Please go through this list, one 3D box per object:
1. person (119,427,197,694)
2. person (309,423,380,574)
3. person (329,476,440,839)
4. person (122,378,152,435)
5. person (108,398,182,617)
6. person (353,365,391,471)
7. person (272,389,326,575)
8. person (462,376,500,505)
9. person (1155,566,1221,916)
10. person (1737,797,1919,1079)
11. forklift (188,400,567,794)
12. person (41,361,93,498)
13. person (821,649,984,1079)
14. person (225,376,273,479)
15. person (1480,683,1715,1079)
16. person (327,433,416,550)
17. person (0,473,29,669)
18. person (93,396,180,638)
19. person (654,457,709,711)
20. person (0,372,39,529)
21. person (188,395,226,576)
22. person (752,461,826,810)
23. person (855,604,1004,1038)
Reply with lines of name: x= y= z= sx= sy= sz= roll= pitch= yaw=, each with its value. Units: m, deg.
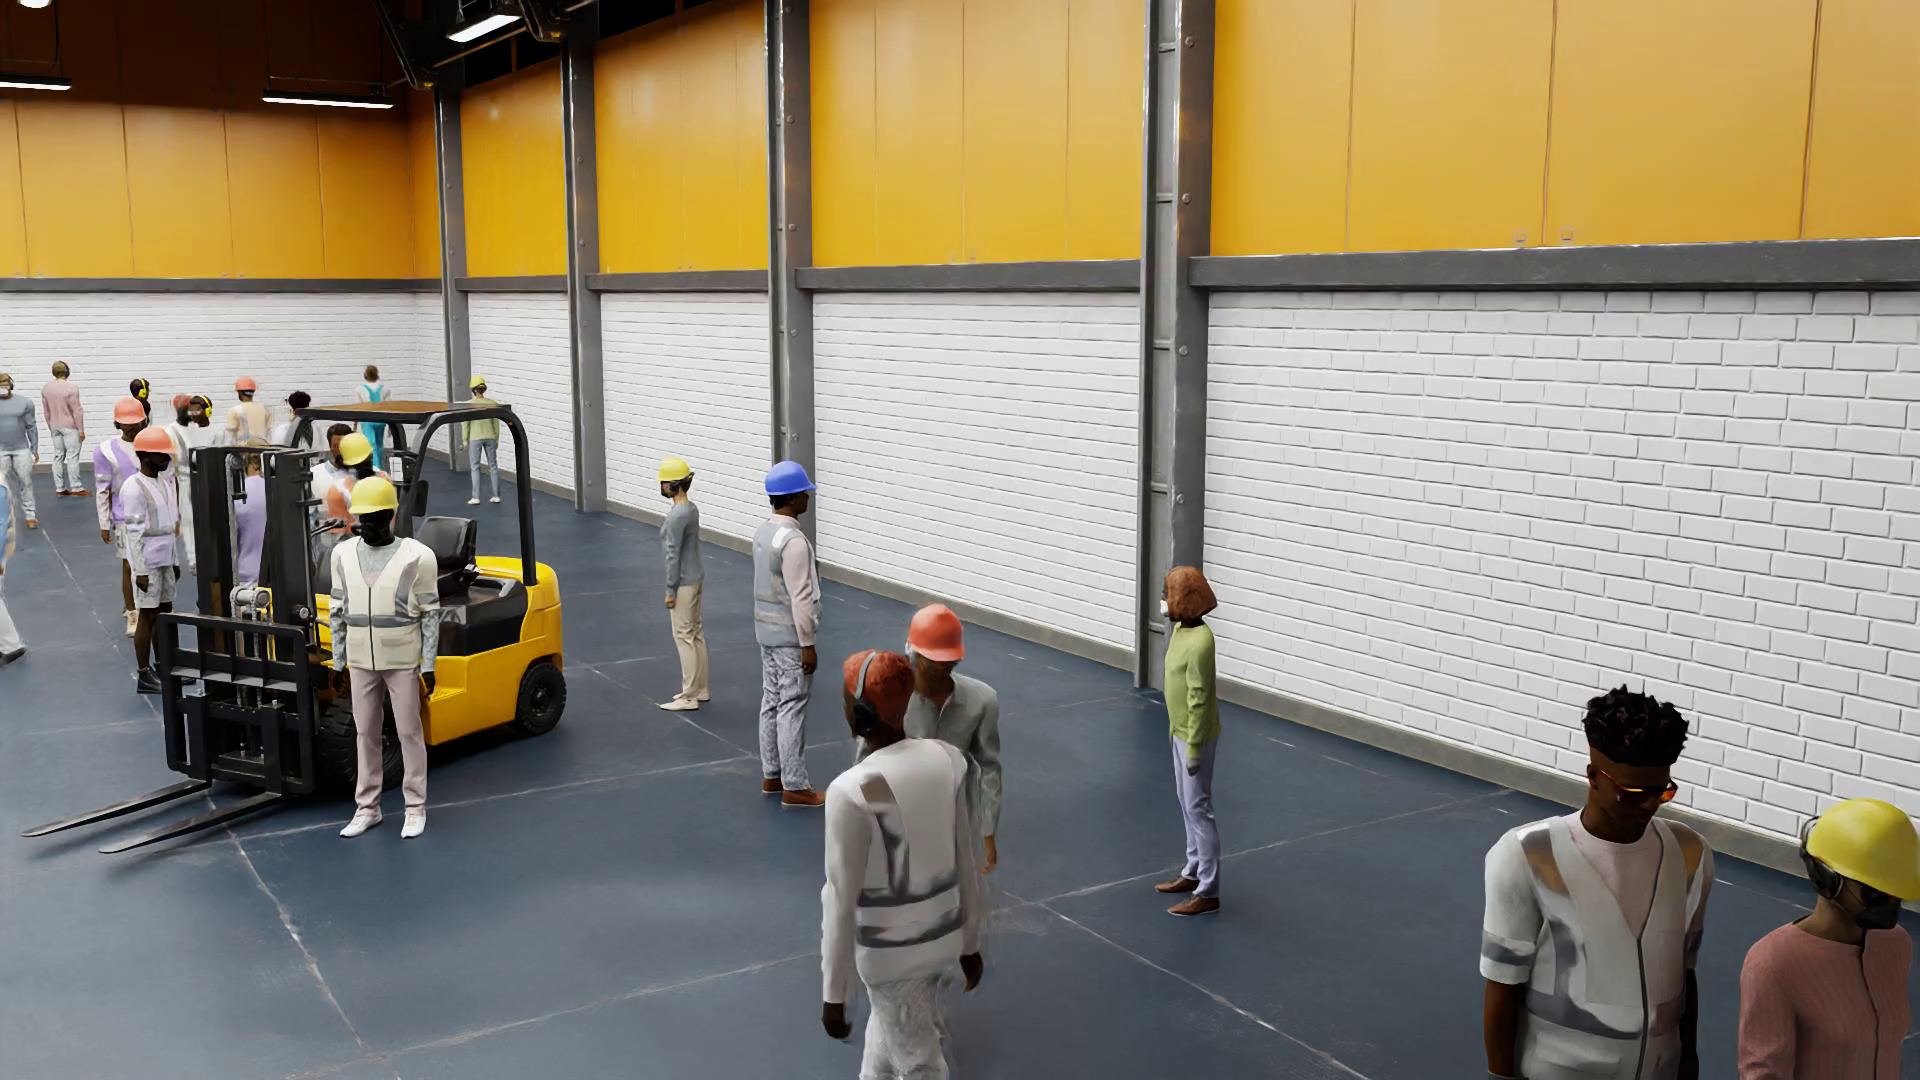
person: x=-5.786 y=0.147 z=11.998 sx=0.388 sy=1.930 sz=0.544 roll=0 pitch=8 yaw=0
person: x=-4.617 y=0.077 z=12.497 sx=0.596 sy=1.918 sz=0.386 roll=-6 pitch=10 yaw=-34
person: x=-3.045 y=0.621 z=8.791 sx=0.585 sy=1.929 sz=0.370 roll=1 pitch=8 yaw=4
person: x=-9.905 y=-1.020 z=20.113 sx=0.528 sy=1.857 sz=0.333 roll=4 pitch=9 yaw=23
person: x=-7.292 y=-0.296 z=14.873 sx=0.608 sy=1.958 sz=0.386 roll=-4 pitch=9 yaw=-27
person: x=-8.864 y=-1.732 z=25.107 sx=0.532 sy=1.794 sz=0.964 roll=-5 pitch=10 yaw=-32
person: x=-6.512 y=-0.526 z=16.495 sx=0.431 sy=1.941 sz=0.724 roll=3 pitch=9 yaw=19
person: x=-6.559 y=-1.365 z=22.759 sx=0.529 sy=1.759 sz=0.343 roll=-6 pitch=11 yaw=-37
person: x=1.068 y=0.926 z=7.768 sx=0.287 sy=1.626 sz=0.497 roll=-1 pitch=8 yaw=-4
person: x=1.996 y=1.442 z=3.828 sx=0.524 sy=1.763 sz=0.324 roll=-4 pitch=9 yaw=-26
forklift: x=-3.529 y=0.258 z=10.348 sx=1.214 sy=2.155 sz=2.313 roll=4 pitch=9 yaw=25
person: x=-12.590 y=-1.554 z=23.420 sx=0.632 sy=1.940 sz=0.372 roll=3 pitch=9 yaw=17
person: x=-0.132 y=1.246 z=4.953 sx=0.957 sy=1.851 sz=0.595 roll=6 pitch=10 yaw=35
person: x=-8.571 y=-1.031 z=20.077 sx=0.996 sy=1.888 sz=0.565 roll=5 pitch=10 yaw=29
person: x=1.547 y=1.311 z=4.039 sx=0.603 sy=1.959 sz=0.377 roll=-2 pitch=9 yaw=-13
person: x=-4.204 y=0.150 z=12.099 sx=0.713 sy=1.875 sz=0.614 roll=5 pitch=10 yaw=32
person: x=-7.484 y=0.083 z=12.776 sx=0.404 sy=1.823 sz=0.627 roll=-7 pitch=11 yaw=-41
person: x=-6.884 y=-0.192 z=13.946 sx=0.614 sy=2.031 sz=0.402 roll=-6 pitch=10 yaw=-34
person: x=-1.940 y=0.302 z=11.525 sx=0.337 sy=1.757 sz=0.517 roll=1 pitch=8 yaw=4
person: x=-11.568 y=-1.074 z=20.238 sx=0.635 sy=1.928 sz=0.381 roll=-5 pitch=10 yaw=-33
person: x=-7.631 y=-0.540 z=16.867 sx=0.513 sy=1.860 sz=0.325 roll=5 pitch=10 yaw=31
person: x=-0.962 y=0.530 z=9.335 sx=0.380 sy=1.951 sz=0.605 roll=-4 pitch=10 yaw=-27
person: x=-0.098 y=1.090 z=6.292 sx=0.555 sy=1.725 sz=0.600 roll=-3 pitch=9 yaw=-22
